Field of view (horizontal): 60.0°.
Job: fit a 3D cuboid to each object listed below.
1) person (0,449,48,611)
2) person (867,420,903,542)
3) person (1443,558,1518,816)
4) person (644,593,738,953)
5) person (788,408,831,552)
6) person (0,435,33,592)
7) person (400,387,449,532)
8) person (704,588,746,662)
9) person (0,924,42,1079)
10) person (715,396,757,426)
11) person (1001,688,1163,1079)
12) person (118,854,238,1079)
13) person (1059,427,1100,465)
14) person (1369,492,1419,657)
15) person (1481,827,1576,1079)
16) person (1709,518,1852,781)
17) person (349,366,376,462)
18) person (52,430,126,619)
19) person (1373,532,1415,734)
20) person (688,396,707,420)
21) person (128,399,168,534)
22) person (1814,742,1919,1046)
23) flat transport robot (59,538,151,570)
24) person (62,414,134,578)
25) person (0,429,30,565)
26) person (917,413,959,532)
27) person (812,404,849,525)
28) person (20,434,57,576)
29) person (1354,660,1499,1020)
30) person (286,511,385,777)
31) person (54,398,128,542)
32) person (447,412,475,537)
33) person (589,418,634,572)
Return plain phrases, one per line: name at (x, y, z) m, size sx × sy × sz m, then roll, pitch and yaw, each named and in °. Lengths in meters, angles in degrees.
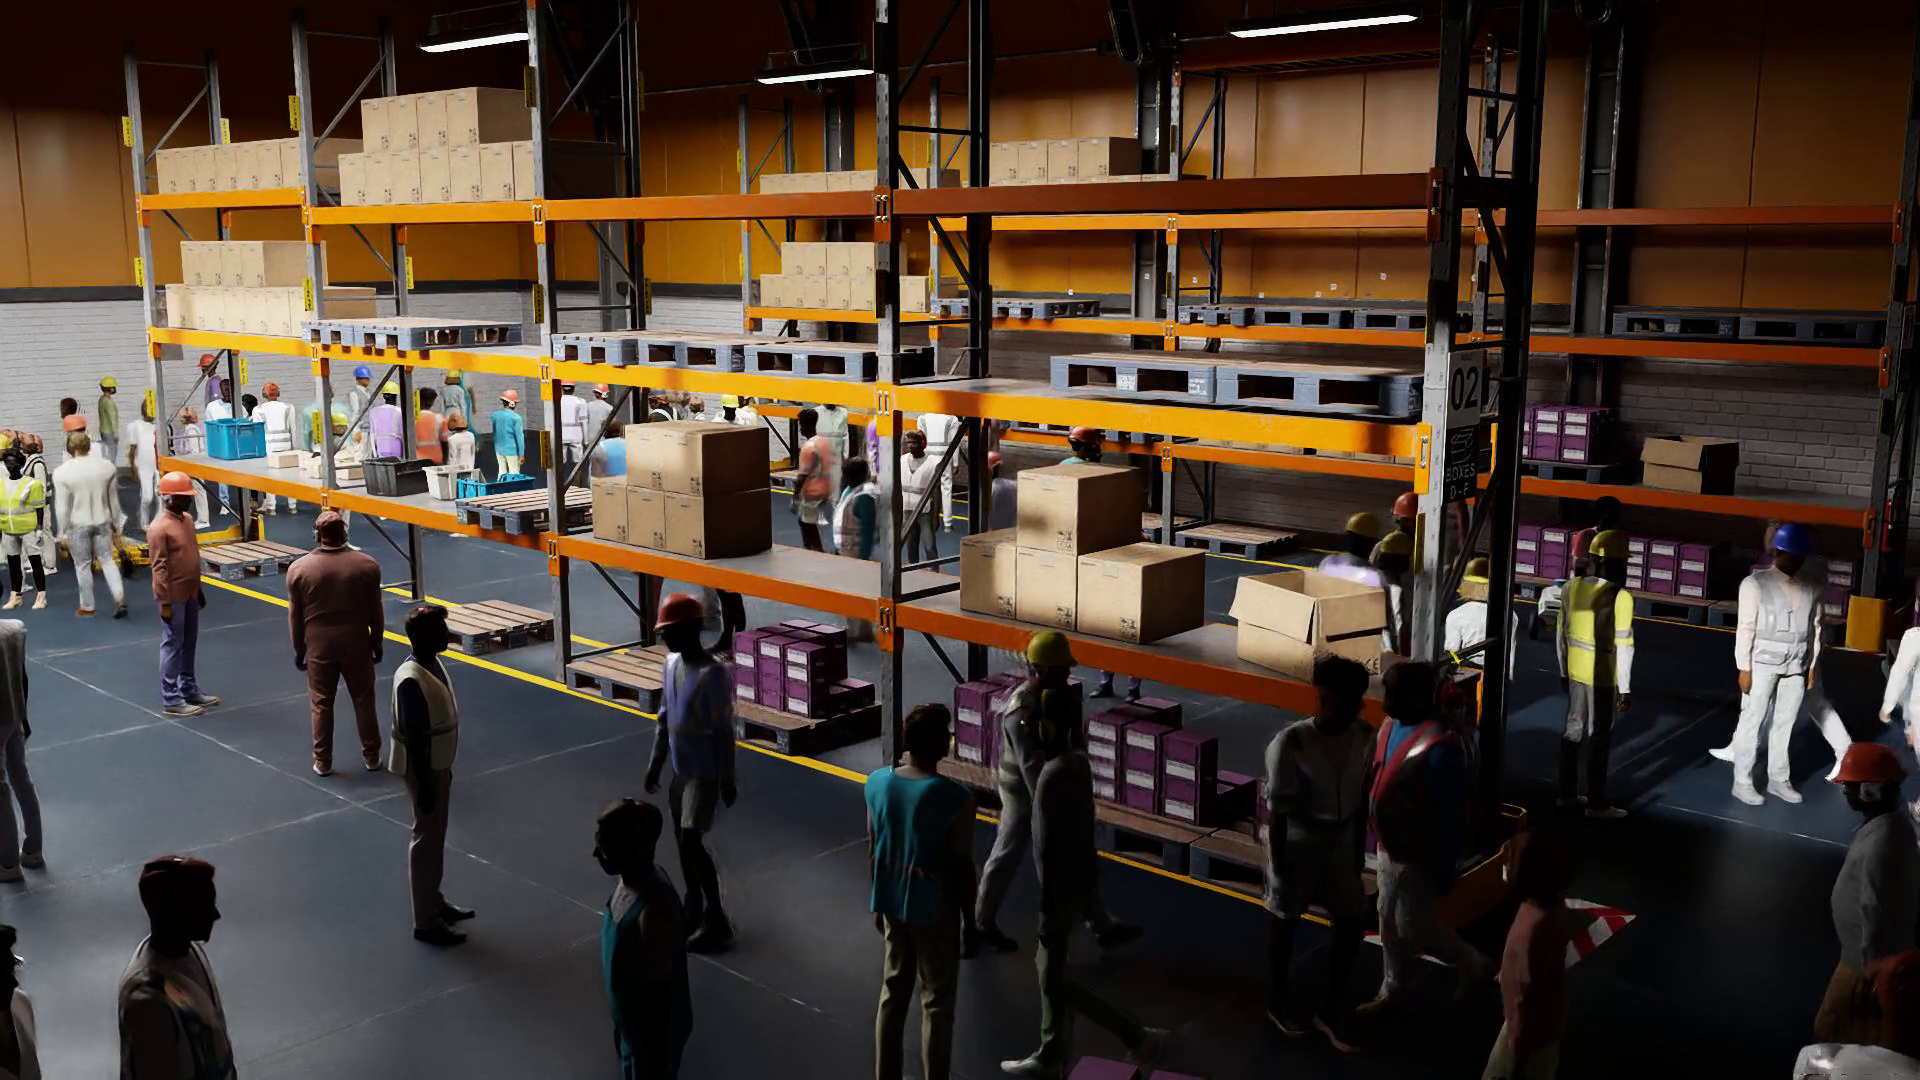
person at (-9.753, -0.106, 17.257) m, size 0.536 × 1.700 × 0.318 m, roll 0°, pitch 10°, yaw 1°
person at (-0.920, -0.916, 21.211) m, size 0.386 × 1.924 × 0.549 m, roll 10°, pitch 14°, yaw 44°
person at (3.426, 0.977, 11.037) m, size 0.485 × 1.737 × 0.315 m, roll -1°, pitch 10°, yaw -3°
person at (-1.462, 1.251, 9.003) m, size 0.470 × 1.904 × 0.644 m, roll -8°, pitch 13°, yaw -39°
person at (-1.778, -0.531, 18.975) m, size 0.597 × 1.933 × 0.655 m, roll 2°, pitch 10°, yaw 13°
person at (-10.443, -0.282, 18.163) m, size 0.488 × 1.735 × 0.361 m, roll -2°, pitch 10°, yaw -9°
person at (-7.054, -1.036, 21.911) m, size 0.655 × 1.929 × 0.599 m, roll -4°, pitch 11°, yaw -22°
person at (-2.150, 0.136, 15.153) m, size 0.391 × 1.957 × 0.609 m, roll -5°, pitch 11°, yaw -26°
person at (-2.919, 2.004, 4.952) m, size 0.386 × 1.838 × 0.566 m, roll 0°, pitch 10°, yaw -2°
person at (-2.944, -1.090, 22.088) m, size 0.600 × 1.958 × 0.387 m, roll 2°, pitch 10°, yaw 13°
person at (0.539, 1.576, 7.384) m, size 0.691 × 1.839 × 0.542 m, roll 4°, pitch 11°, yaw 21°
person at (-2.487, 1.911, 5.360) m, size 0.369 × 1.879 × 0.584 m, roll -3°, pitch 10°, yaw -16°
person at (1.194, -0.133, 16.469) m, size 0.407 × 2.035 × 0.607 m, roll -5°, pitch 11°, yaw -26°
person at (3.293, 0.620, 12.356) m, size 0.615 × 1.983 × 0.408 m, roll -5°, pitch 11°, yaw -28°
person at (2.228, 1.878, 6.314) m, size 0.757 × 1.610 × 0.511 m, roll 4°, pitch 11°, yaw 22°
person at (5.980, 0.777, 11.861) m, size 0.672 × 1.854 × 1.018 m, roll -8°, pitch 13°, yaw -38°
person at (-9.154, -1.700, 25.634) m, size 0.455 × 1.937 × 0.641 m, roll 1°, pitch 10°, yaw 4°
person at (-8.814, -0.146, 16.830) m, size 0.445 × 1.939 × 0.639 m, roll 8°, pitch 13°, yaw 37°
person at (3.109, 0.792, 12.091) m, size 0.346 × 1.732 × 0.499 m, roll -1°, pitch 10°, yaw -5°
person at (-3.744, -1.245, 23.861) m, size 0.314 × 1.641 × 0.515 m, roll -5°, pitch 11°, yaw -24°
person at (-10.484, -0.930, 21.550) m, size 0.441 × 1.827 × 0.548 m, roll 9°, pitch 13°, yaw 41°
person at (3.810, 1.704, 6.958) m, size 0.437 × 1.721 × 0.572 m, roll 7°, pitch 12°, yaw 36°
flat transport robot at (-10.221, 0.132, 19.947) m, size 1.431 × 0.197 × 0.652 m, roll 10°, pitch 14°, yaw 43°
person at (-9.790, -0.478, 18.828) m, size 0.847 × 1.907 × 0.574 m, roll 6°, pitch 12°, yaw 32°
person at (-11.211, -0.492, 19.632) m, size 0.523 × 1.631 × 0.320 m, roll 1°, pitch 10°, yaw 6°
person at (-0.289, -1.036, 22.032) m, size 0.574 × 1.876 × 0.354 m, roll 2°, pitch 10°, yaw 13°
person at (-1.787, -1.166, 22.647) m, size 0.587 × 1.913 × 0.398 m, roll -6°, pitch 11°, yaw -29°
person at (-10.600, -0.406, 19.108) m, size 0.308 × 1.645 × 0.514 m, roll -9°, pitch 13°, yaw -41°
person at (2.256, 1.468, 8.024) m, size 0.593 × 1.828 × 0.641 m, roll -2°, pitch 10°, yaw -10°
person at (-4.460, 0.739, 11.938) m, size 0.639 × 1.899 × 0.397 m, roll -4°, pitch 11°, yaw -21°
person at (-11.259, -0.917, 21.382) m, size 0.865 × 1.869 × 0.645 m, roll -7°, pitch 12°, yaw -35°
person at (-6.491, -0.850, 21.644) m, size 0.279 × 1.634 × 0.499 m, roll 4°, pitch 11°, yaw 20°
person at (-3.986, -0.525, 19.300) m, size 0.634 × 1.816 × 0.810 m, roll -7°, pitch 12°, yaw -35°
